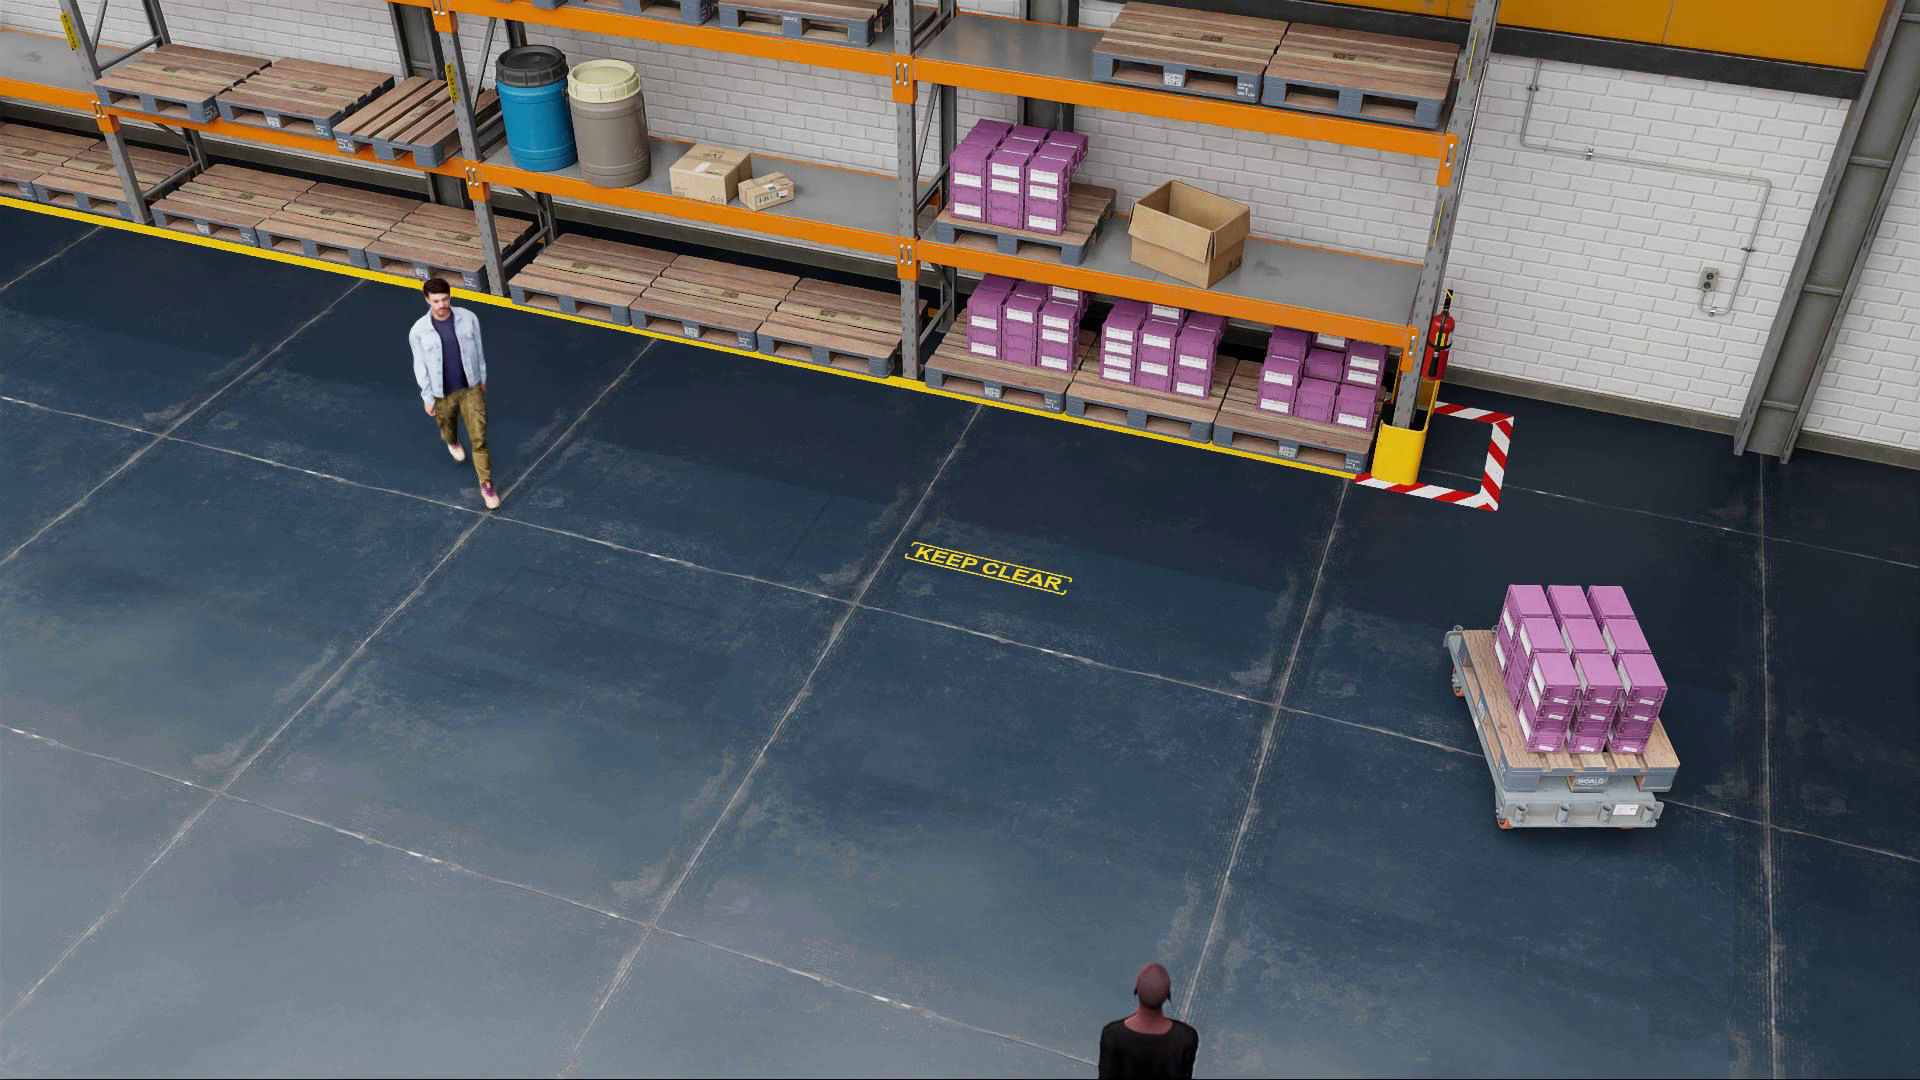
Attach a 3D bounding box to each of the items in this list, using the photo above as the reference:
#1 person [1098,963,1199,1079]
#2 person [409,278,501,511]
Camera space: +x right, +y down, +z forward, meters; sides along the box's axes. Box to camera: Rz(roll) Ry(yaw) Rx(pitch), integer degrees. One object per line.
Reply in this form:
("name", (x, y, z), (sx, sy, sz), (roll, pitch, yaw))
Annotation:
("person", (0.833, 2.565, 7.639), (0.605, 1.747, 0.732), (-1, 39, -2))
("person", (-3.740, -1.137, 12.241), (1.136, 1.788, 1.204), (-18, 42, -21))
